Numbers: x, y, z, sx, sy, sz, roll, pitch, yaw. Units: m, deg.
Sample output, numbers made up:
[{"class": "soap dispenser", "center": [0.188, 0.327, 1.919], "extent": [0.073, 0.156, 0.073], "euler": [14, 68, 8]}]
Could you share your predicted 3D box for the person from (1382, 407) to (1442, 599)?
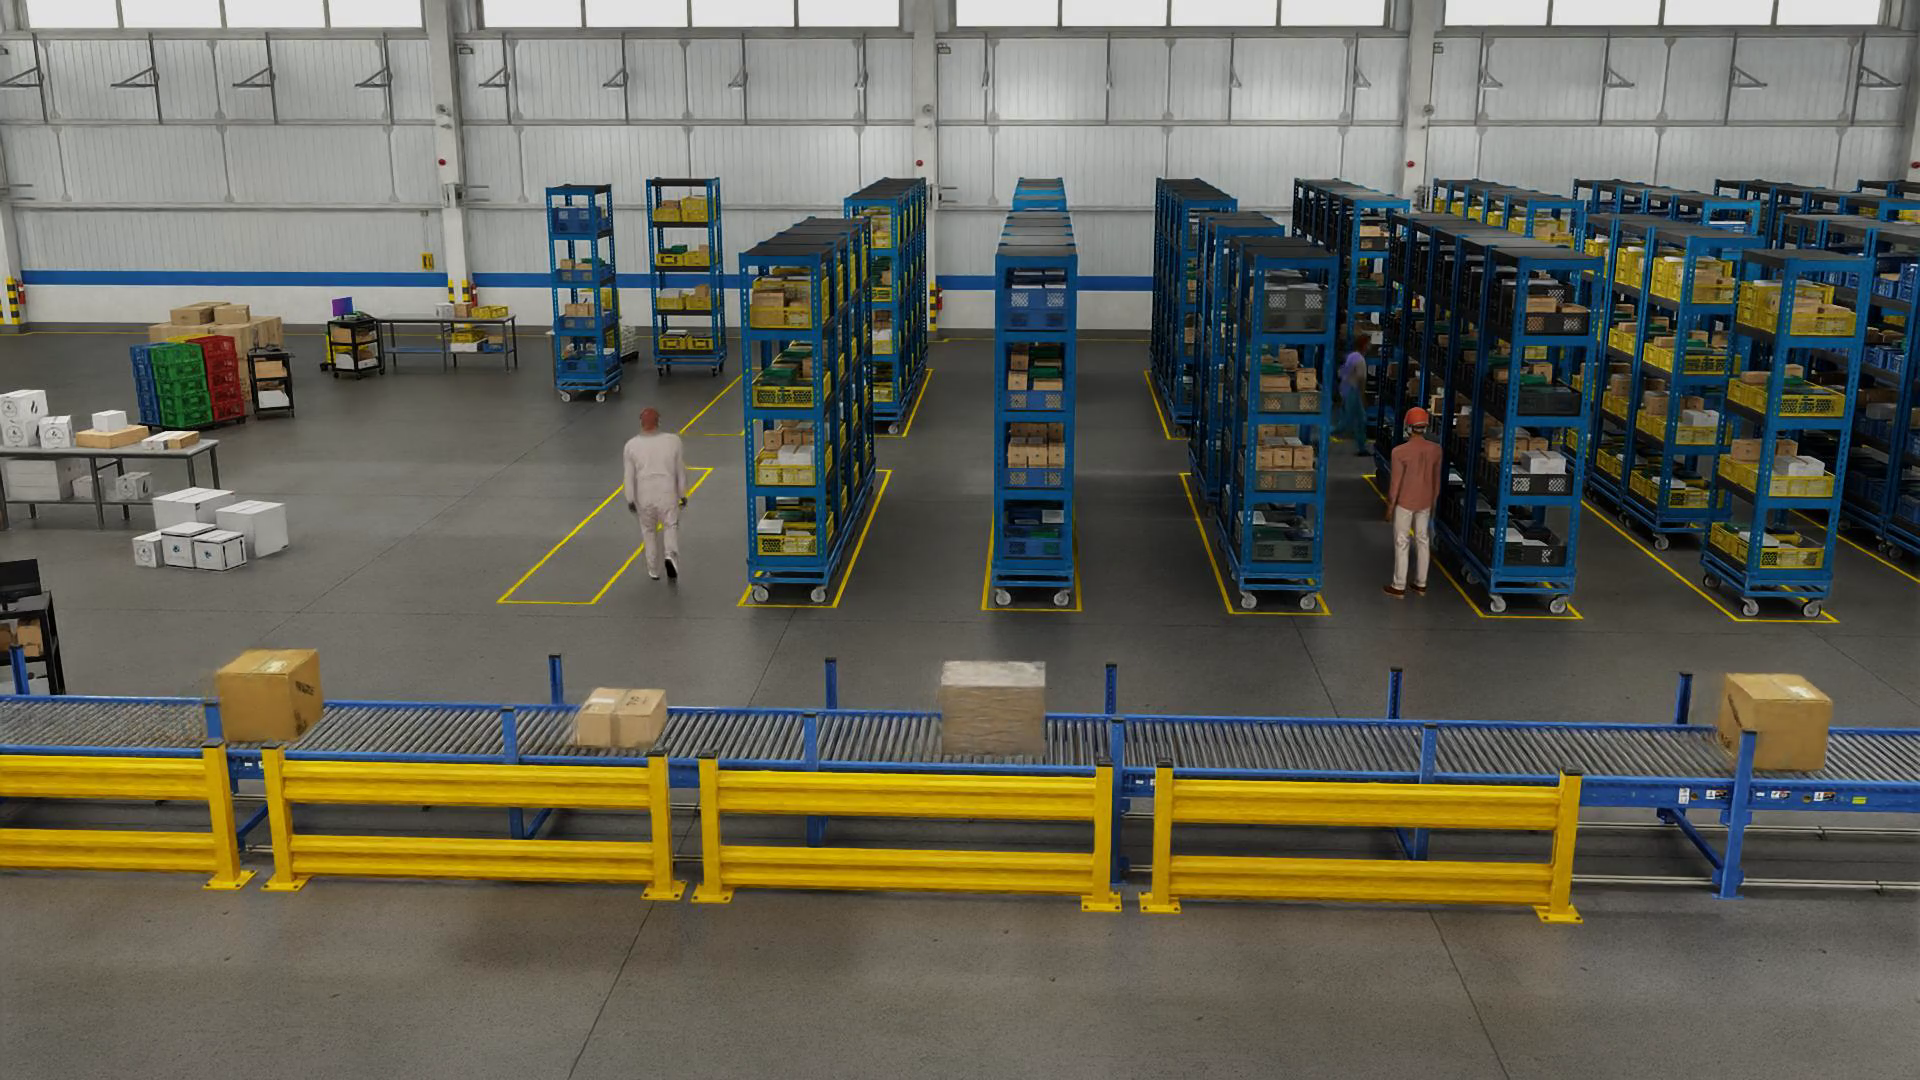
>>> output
[{"class": "person", "center": [4.662, -0.386, 17.191], "extent": [0.625, 1.992, 0.389], "euler": [-6, 16, -20]}]

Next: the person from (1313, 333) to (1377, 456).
[{"class": "person", "center": [5.551, -2.064, 23.799], "extent": [0.867, 1.802, 0.554], "euler": [2, 15, 7]}]

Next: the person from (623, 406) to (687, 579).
[{"class": "person", "center": [-3.245, -0.480, 17.728], "extent": [0.671, 1.890, 0.511], "euler": [-3, 15, -11]}]
